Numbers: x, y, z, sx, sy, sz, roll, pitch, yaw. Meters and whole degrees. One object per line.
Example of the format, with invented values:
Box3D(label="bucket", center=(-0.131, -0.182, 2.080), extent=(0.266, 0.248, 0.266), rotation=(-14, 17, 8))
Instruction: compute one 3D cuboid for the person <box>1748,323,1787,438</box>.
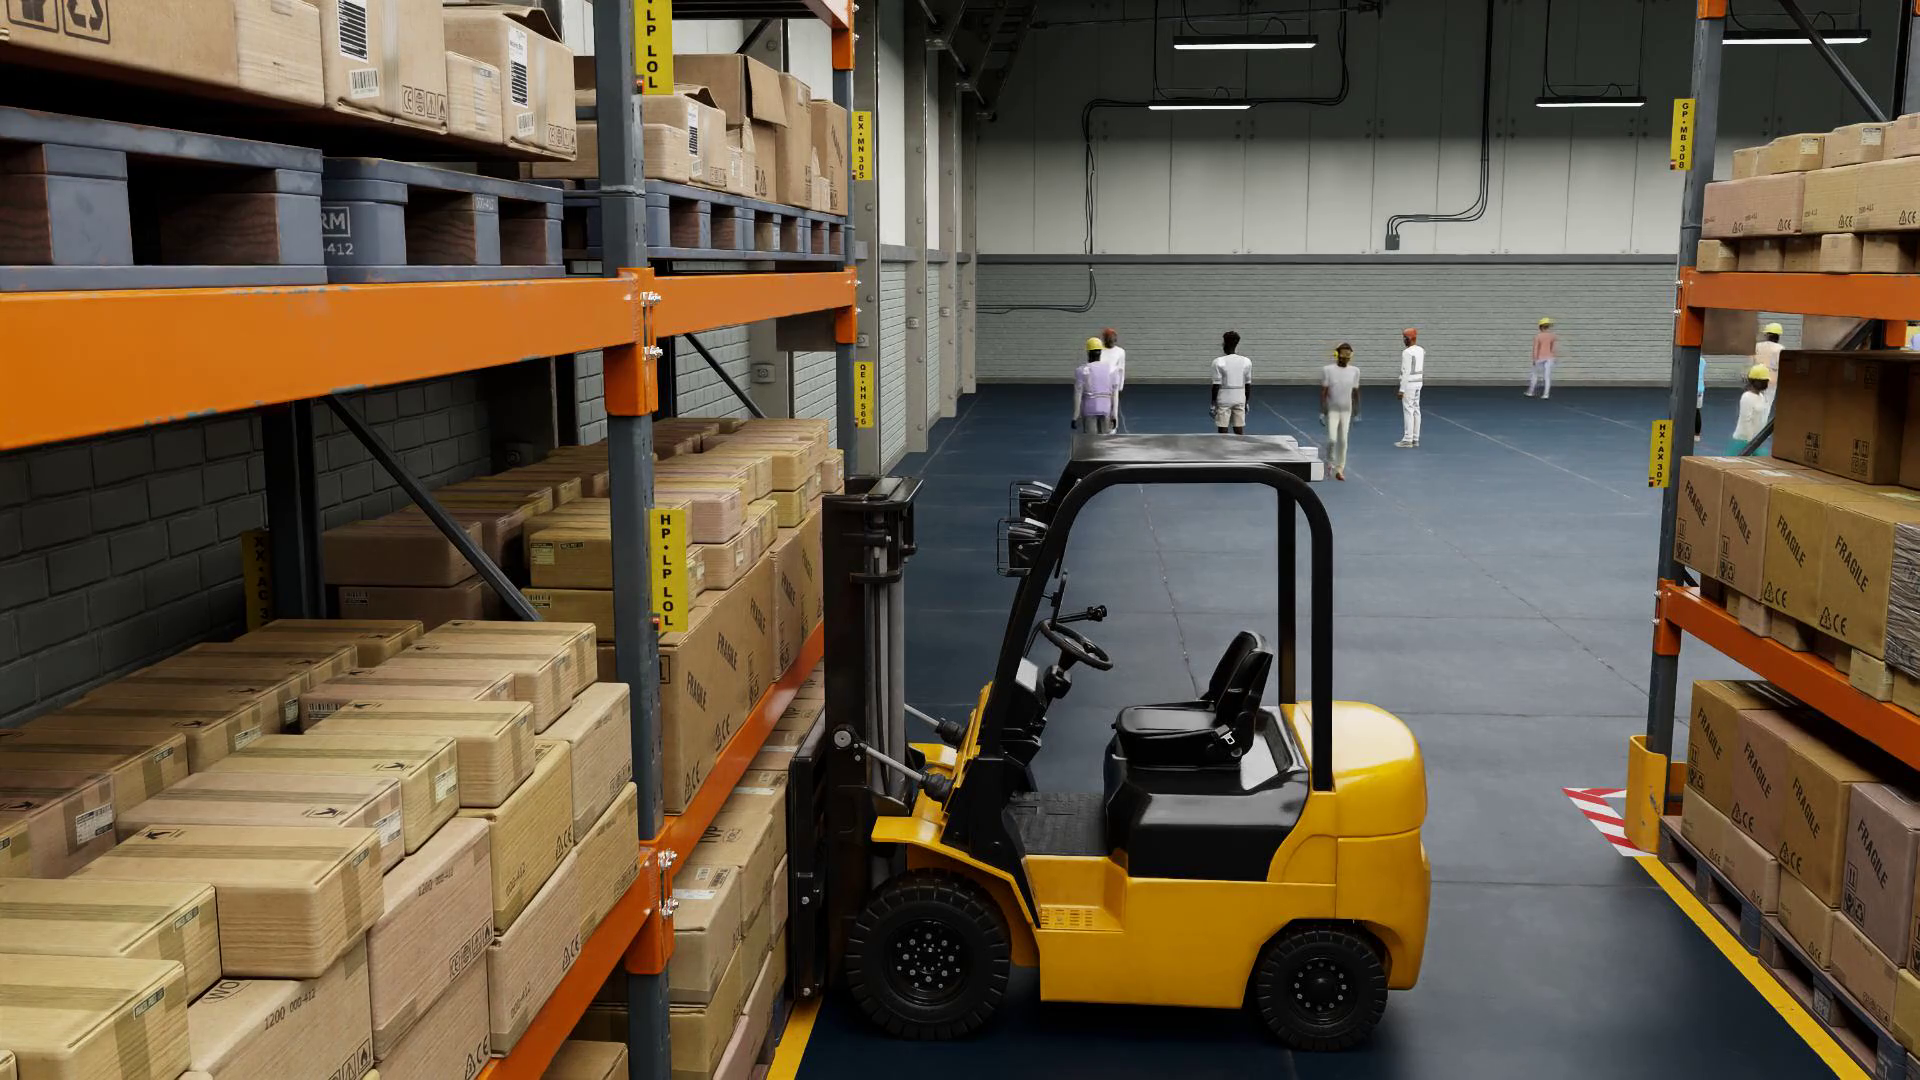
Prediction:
Box3D(label="person", center=(13.483, -2.650, 27.678), extent=(0.558, 1.907, 0.624), rotation=(-5, 11, -29))

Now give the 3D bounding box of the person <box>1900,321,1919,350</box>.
Box3D(label="person", center=(20.086, -3.849, 35.173), extent=(0.633, 1.839, 0.429), rotation=(5, 11, 28))

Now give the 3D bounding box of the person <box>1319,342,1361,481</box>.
Box3D(label="person", center=(5.066, -1.699, 22.121), extent=(0.549, 1.851, 0.440), rotation=(0, 9, 0))

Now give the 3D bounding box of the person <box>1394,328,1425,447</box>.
Box3D(label="person", center=(7.109, -2.403, 26.273), extent=(0.355, 1.887, 0.574), rotation=(8, 13, 41))

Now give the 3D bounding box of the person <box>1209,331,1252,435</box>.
Box3D(label="person", center=(3.731, -1.902, 22.991), extent=(0.613, 1.965, 0.361), rotation=(-3, 10, -19))

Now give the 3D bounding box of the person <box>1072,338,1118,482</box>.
Box3D(label="person", center=(1.792, -1.690, 21.894), extent=(0.651, 1.910, 0.450), rotation=(-3, 10, -16))

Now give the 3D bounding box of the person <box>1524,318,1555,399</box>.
Box3D(label="person", center=(12.534, -3.917, 35.900), extent=(0.543, 1.721, 0.871), rotation=(-2, 10, -10))

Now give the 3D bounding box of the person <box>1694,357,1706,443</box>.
Box3D(label="person", center=(11.775, -2.386, 26.741), extent=(0.538, 1.695, 0.320), rotation=(-8, 12, -41))

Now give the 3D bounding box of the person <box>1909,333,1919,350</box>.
Box3D(label="person", center=(18.088, -3.245, 31.221), extent=(0.375, 1.935, 0.550), rotation=(-3, 10, -17))

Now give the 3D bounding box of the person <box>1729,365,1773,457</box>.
Box3D(label="person", center=(9.179, -1.150, 19.179), extent=(0.533, 1.713, 0.917), rotation=(-8, 12, -39))

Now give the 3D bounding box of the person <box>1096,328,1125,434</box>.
Box3D(label="person", center=(2.402, -2.540, 27.196), extent=(0.581, 1.860, 0.798), rotation=(0, 9, -3))
